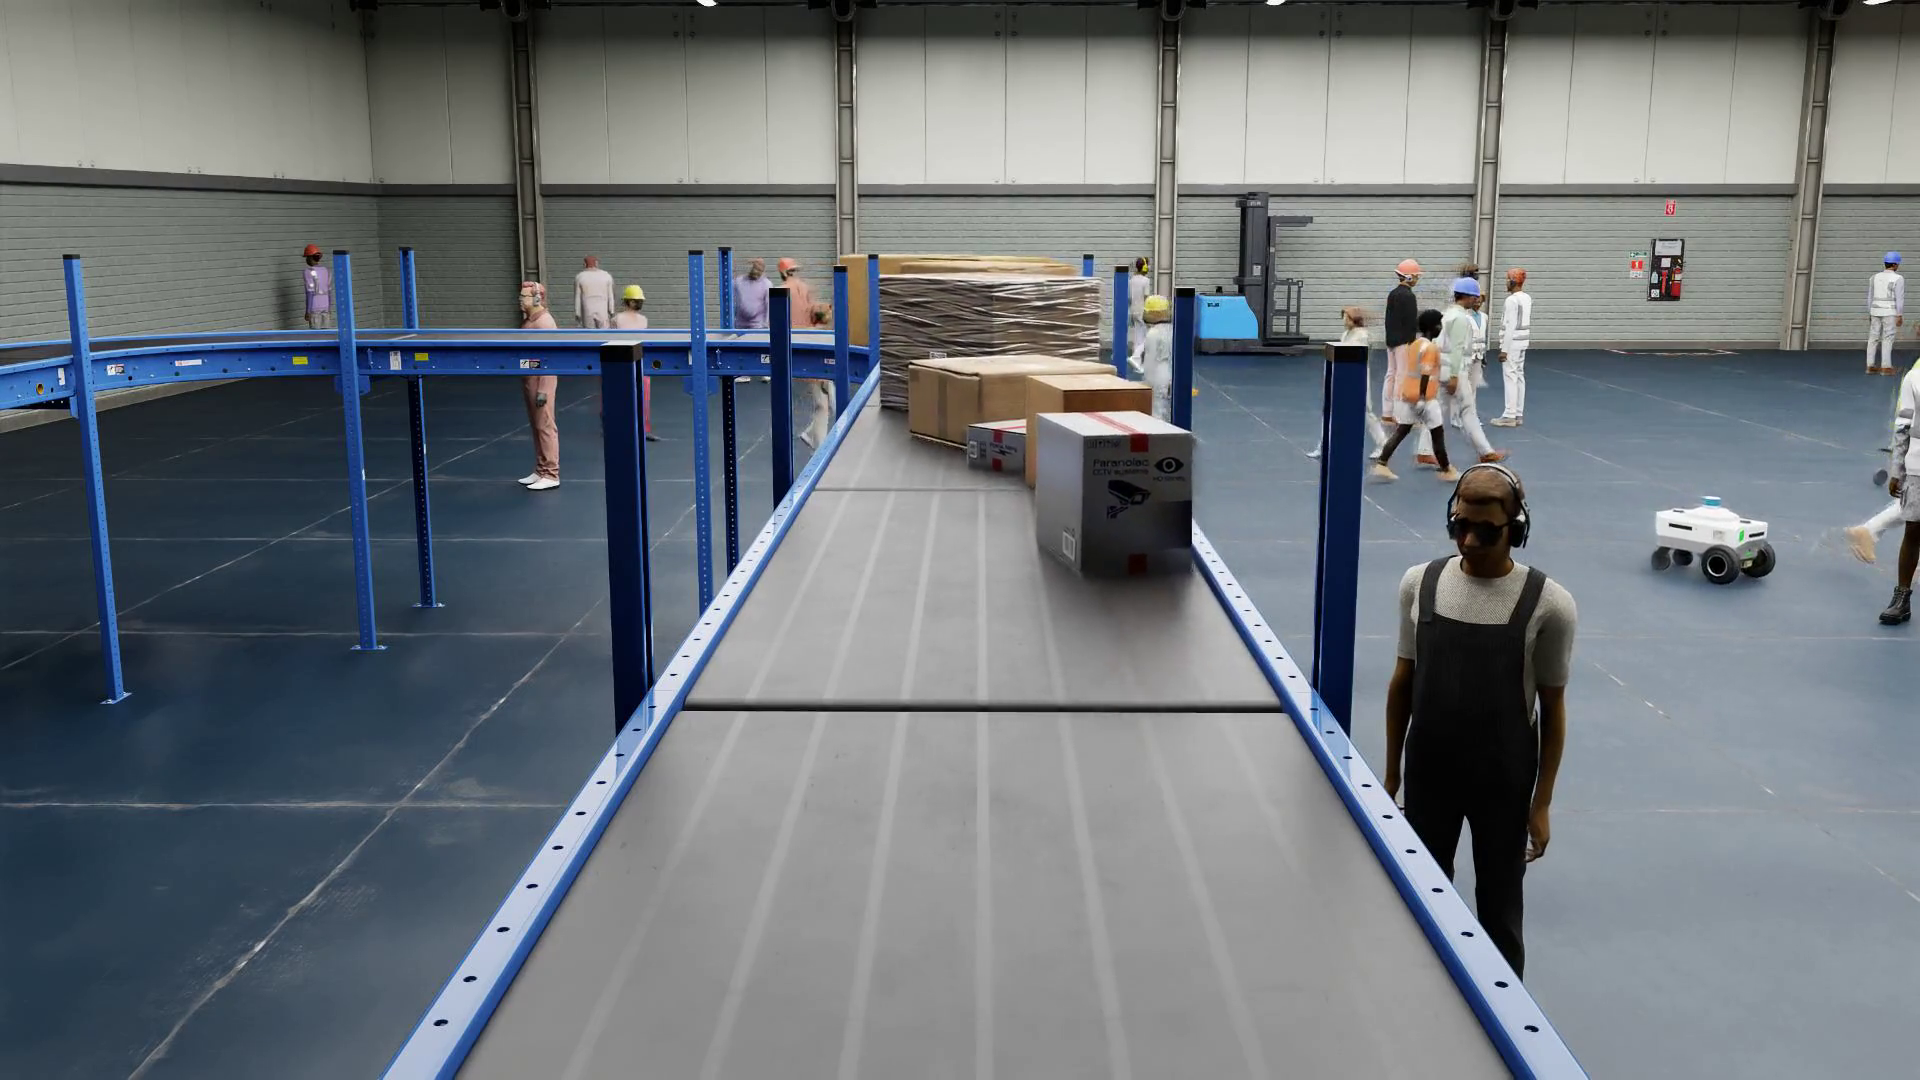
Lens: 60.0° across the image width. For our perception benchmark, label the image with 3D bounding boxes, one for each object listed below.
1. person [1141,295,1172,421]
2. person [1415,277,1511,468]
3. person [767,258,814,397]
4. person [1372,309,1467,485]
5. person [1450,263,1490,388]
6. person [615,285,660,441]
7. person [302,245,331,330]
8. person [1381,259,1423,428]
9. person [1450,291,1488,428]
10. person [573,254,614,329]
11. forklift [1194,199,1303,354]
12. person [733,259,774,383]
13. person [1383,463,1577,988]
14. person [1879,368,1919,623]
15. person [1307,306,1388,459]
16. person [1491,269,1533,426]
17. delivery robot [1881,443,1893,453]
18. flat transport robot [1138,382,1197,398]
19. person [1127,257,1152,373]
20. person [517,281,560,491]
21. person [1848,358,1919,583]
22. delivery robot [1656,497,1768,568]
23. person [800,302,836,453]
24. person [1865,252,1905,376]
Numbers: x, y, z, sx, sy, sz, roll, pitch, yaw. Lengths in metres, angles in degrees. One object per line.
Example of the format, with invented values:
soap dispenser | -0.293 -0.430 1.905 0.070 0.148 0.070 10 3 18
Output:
person | 1.953 -1.578 16.638 0.391 1.728 0.513 6 13 29
person | 5.041 -1.652 16.580 0.975 1.894 0.620 0 11 0
person | -2.352 -2.997 23.437 1.135 1.916 0.636 8 14 36
person | 4.346 -1.349 15.677 0.889 1.649 0.538 -1 11 -4
person | 7.447 -3.116 24.291 0.621 1.820 0.760 -8 13 -34
person | -3.722 -2.004 18.763 0.645 1.751 0.535 7 13 32
person | -10.573 -3.814 27.320 0.391 2.040 0.615 3 11 15
person | 5.314 -2.357 19.956 0.395 1.993 0.614 -2 11 -10
person | 6.108 -2.175 19.937 0.514 1.640 0.310 -6 12 -27
person | -6.080 -3.798 27.613 0.675 1.890 0.474 -4 12 -20
forklift | 5.313 -4.851 30.603 1.873 2.768 1.129 0 11 1
person | -3.179 -3.297 25.118 0.742 1.876 0.395 3 11 16
person | 1.430 0.693 4.681 0.507 1.843 0.346 7 13 33
person | 5.977 -0.420 10.149 0.552 1.935 0.368 10 15 41
person | 4.114 -1.627 17.271 0.862 1.592 0.533 -3 11 -14
person | 6.675 -2.325 20.074 0.343 1.882 0.586 9 14 39
delivery robot | 9.006 -0.943 15.592 0.698 0.223 0.335 -3 11 -14
flat transport robot | 2.623 -2.061 22.985 0.652 0.197 1.431 9 14 39
person | 2.919 -3.609 26.734 0.412 1.860 0.544 -6 12 -28
person | -3.934 -1.433 15.422 0.409 1.913 0.647 -5 12 -24
person | 6.616 -0.618 11.465 0.660 1.829 0.630 5 12 25
delivery robot | 5.296 -0.063 11.746 0.477 0.478 0.707 -7 13 -32
person | -1.436 -1.655 17.303 0.382 1.628 0.519 1 11 6
person | 14.753 -3.608 26.504 0.388 1.947 0.614 -4 12 -21
